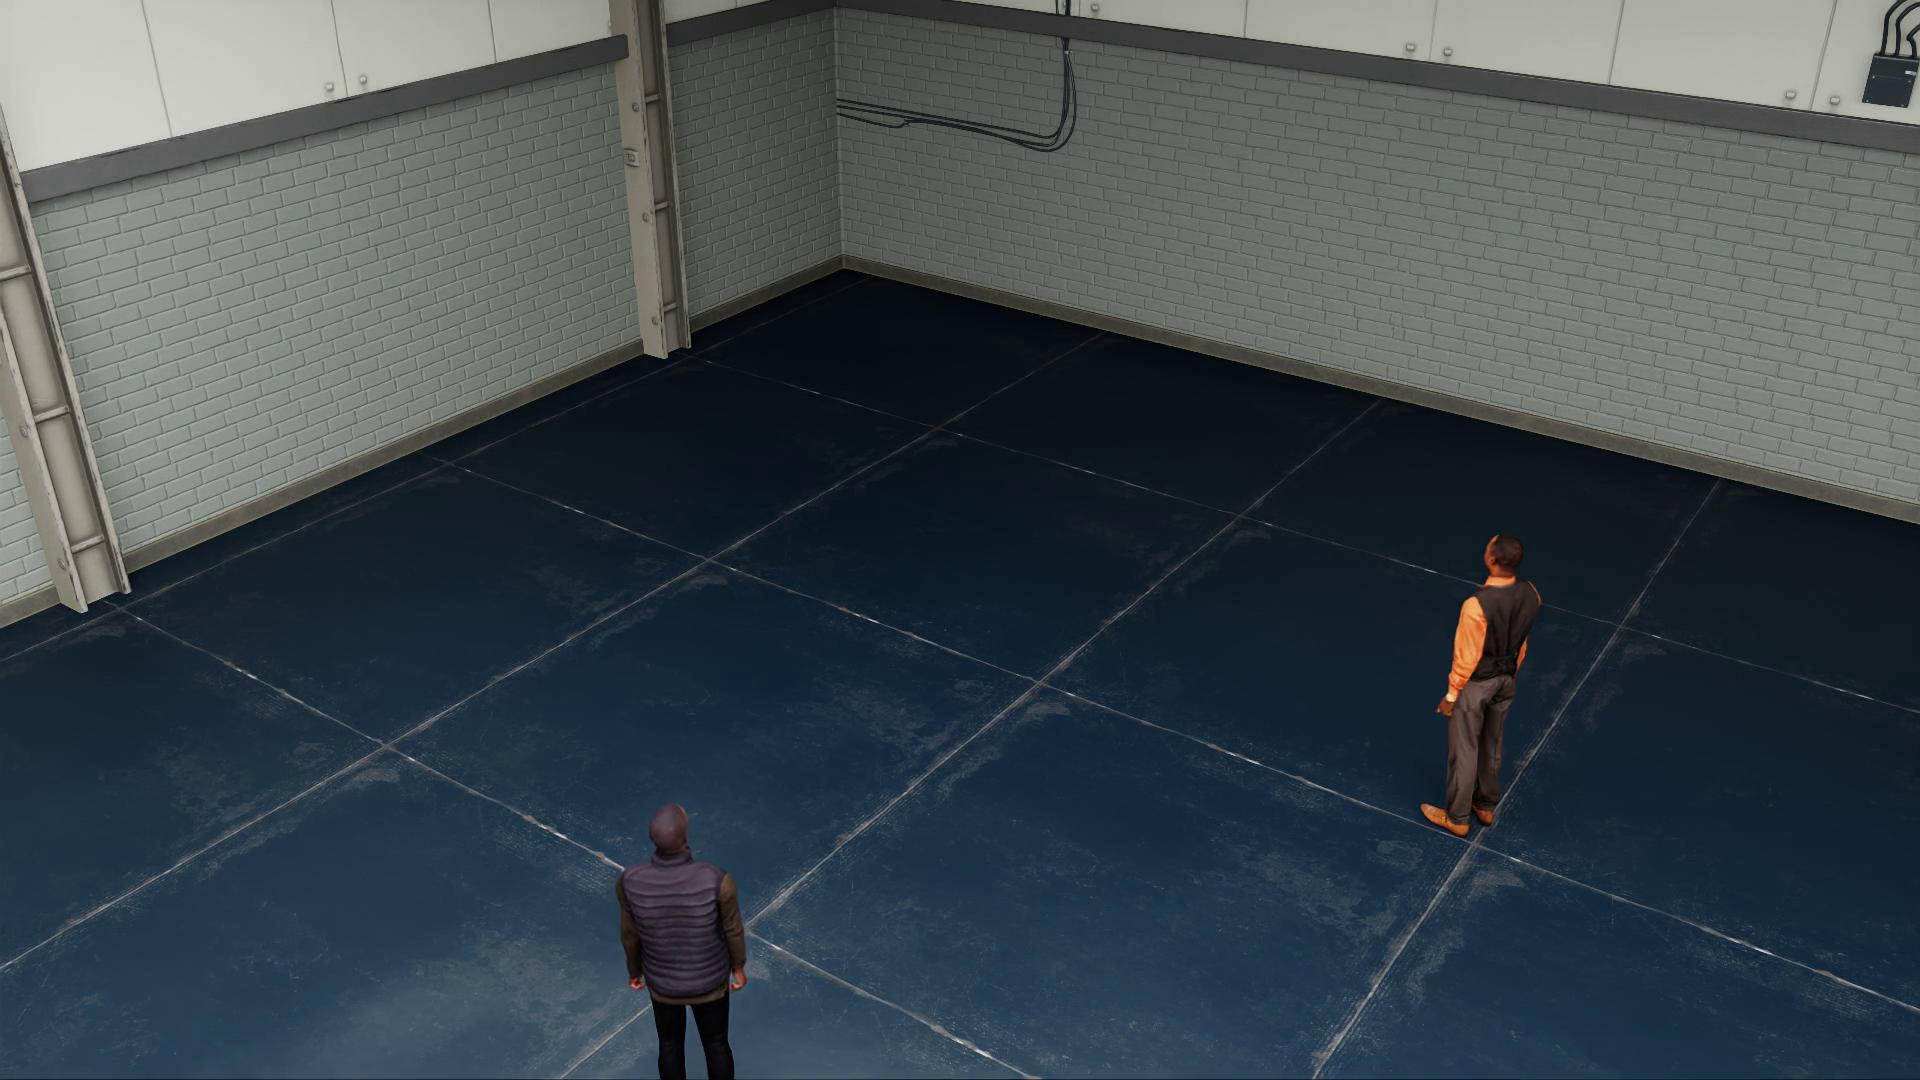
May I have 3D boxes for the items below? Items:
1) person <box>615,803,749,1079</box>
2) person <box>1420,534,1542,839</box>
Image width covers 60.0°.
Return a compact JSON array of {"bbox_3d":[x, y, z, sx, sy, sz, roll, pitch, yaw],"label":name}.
[{"bbox_3d":[-1.221,1.940,7.405,0.781,1.835,0.785,1,28,1],"label":"person"},{"bbox_3d":[2.976,0.823,9.425,0.714,1.908,0.843,-14,31,-25],"label":"person"}]
